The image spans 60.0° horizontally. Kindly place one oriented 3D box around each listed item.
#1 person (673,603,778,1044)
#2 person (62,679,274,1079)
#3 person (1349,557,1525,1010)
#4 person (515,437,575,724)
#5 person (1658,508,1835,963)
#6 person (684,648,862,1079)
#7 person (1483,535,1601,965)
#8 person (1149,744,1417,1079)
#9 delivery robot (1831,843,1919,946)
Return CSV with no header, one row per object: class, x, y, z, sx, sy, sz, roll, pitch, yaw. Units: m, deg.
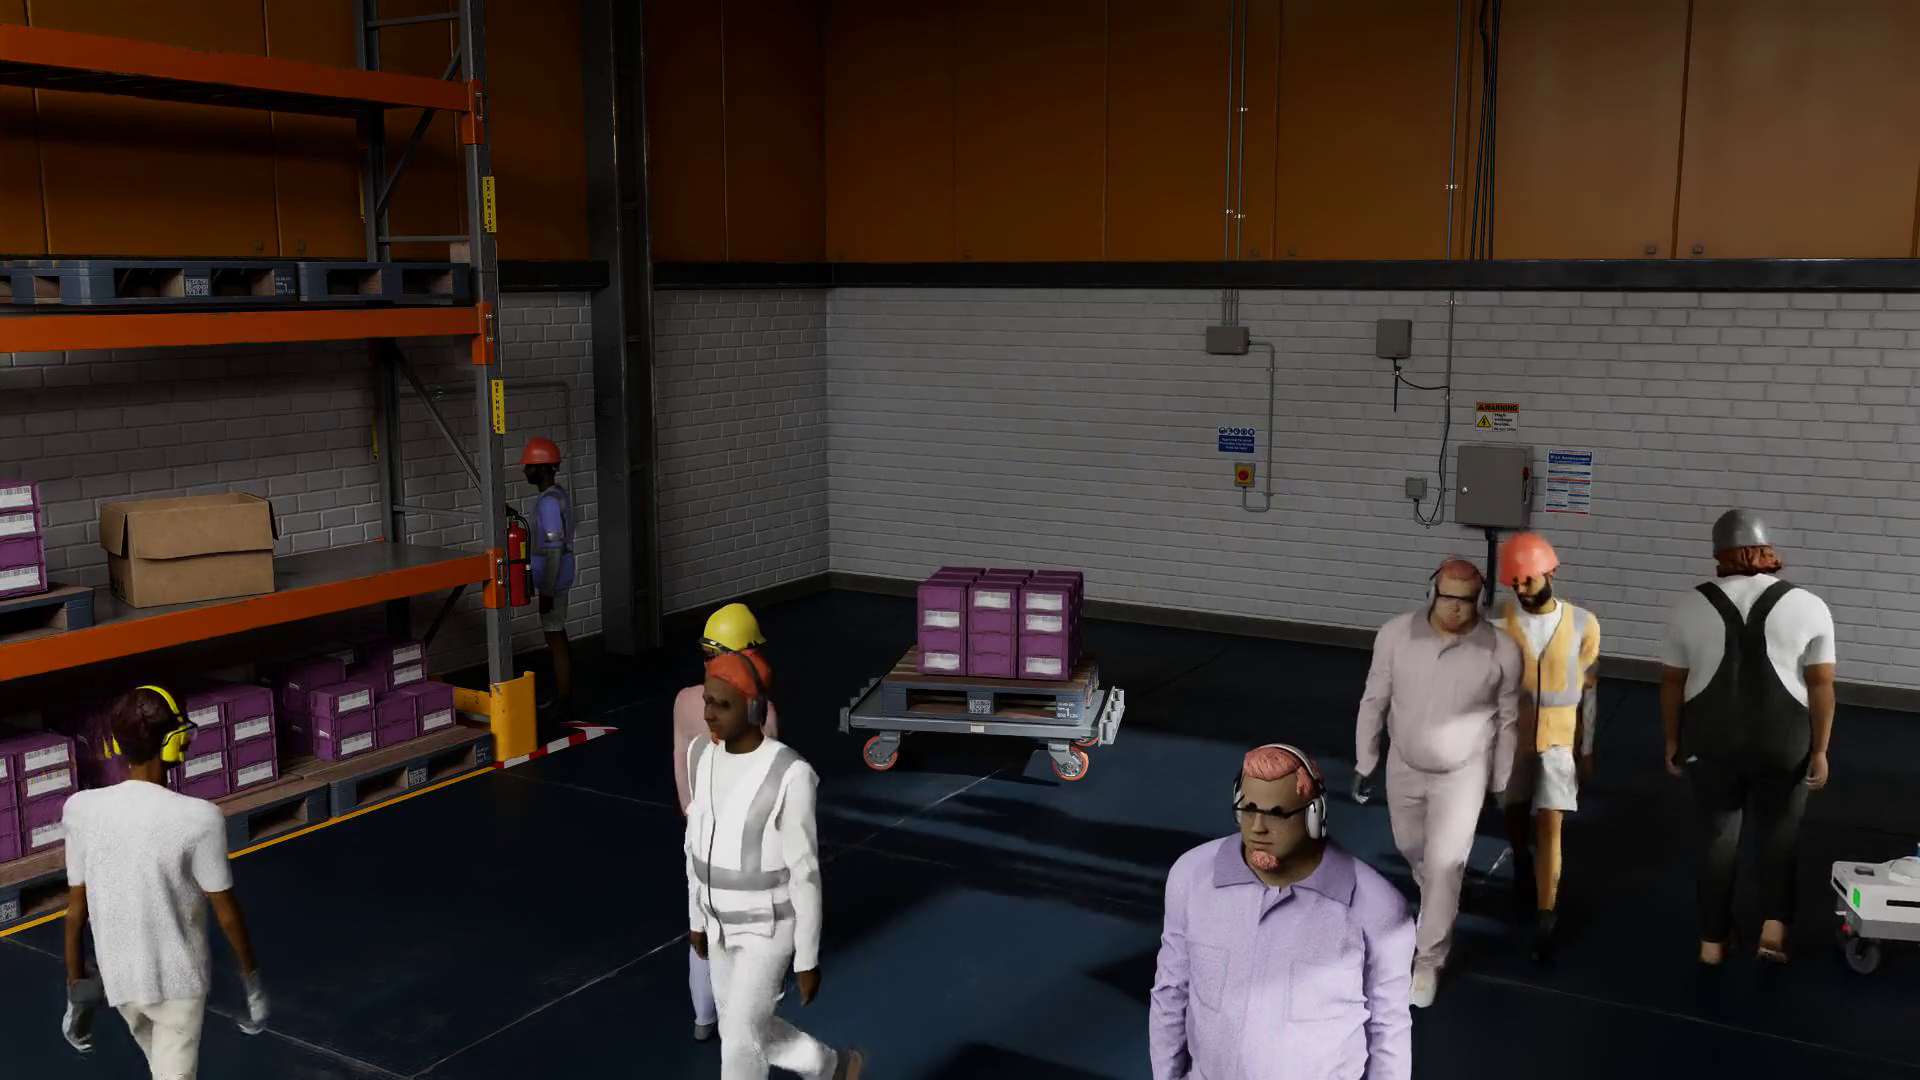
person,-0.875,1.121,6.478,0.523,1.769,0.317,6,11,32
person,-2.342,1.319,5.056,0.541,1.826,0.863,2,9,12
person,2.077,0.963,7.181,0.650,1.864,0.961,5,11,30
person,-2.790,0.272,11.243,0.356,1.937,0.552,-2,9,-11
person,3.459,0.842,7.364,0.713,2.000,0.565,5,10,29
person,-0.622,1.245,5.421,0.587,1.864,0.806,9,13,44
person,2.614,0.892,7.590,0.549,1.873,1.032,3,10,17
person,0.765,1.430,4.115,0.652,1.906,0.404,4,10,26
delivery robot,4.196,1.558,7.225,0.707,0.478,0.477,2,9,11
